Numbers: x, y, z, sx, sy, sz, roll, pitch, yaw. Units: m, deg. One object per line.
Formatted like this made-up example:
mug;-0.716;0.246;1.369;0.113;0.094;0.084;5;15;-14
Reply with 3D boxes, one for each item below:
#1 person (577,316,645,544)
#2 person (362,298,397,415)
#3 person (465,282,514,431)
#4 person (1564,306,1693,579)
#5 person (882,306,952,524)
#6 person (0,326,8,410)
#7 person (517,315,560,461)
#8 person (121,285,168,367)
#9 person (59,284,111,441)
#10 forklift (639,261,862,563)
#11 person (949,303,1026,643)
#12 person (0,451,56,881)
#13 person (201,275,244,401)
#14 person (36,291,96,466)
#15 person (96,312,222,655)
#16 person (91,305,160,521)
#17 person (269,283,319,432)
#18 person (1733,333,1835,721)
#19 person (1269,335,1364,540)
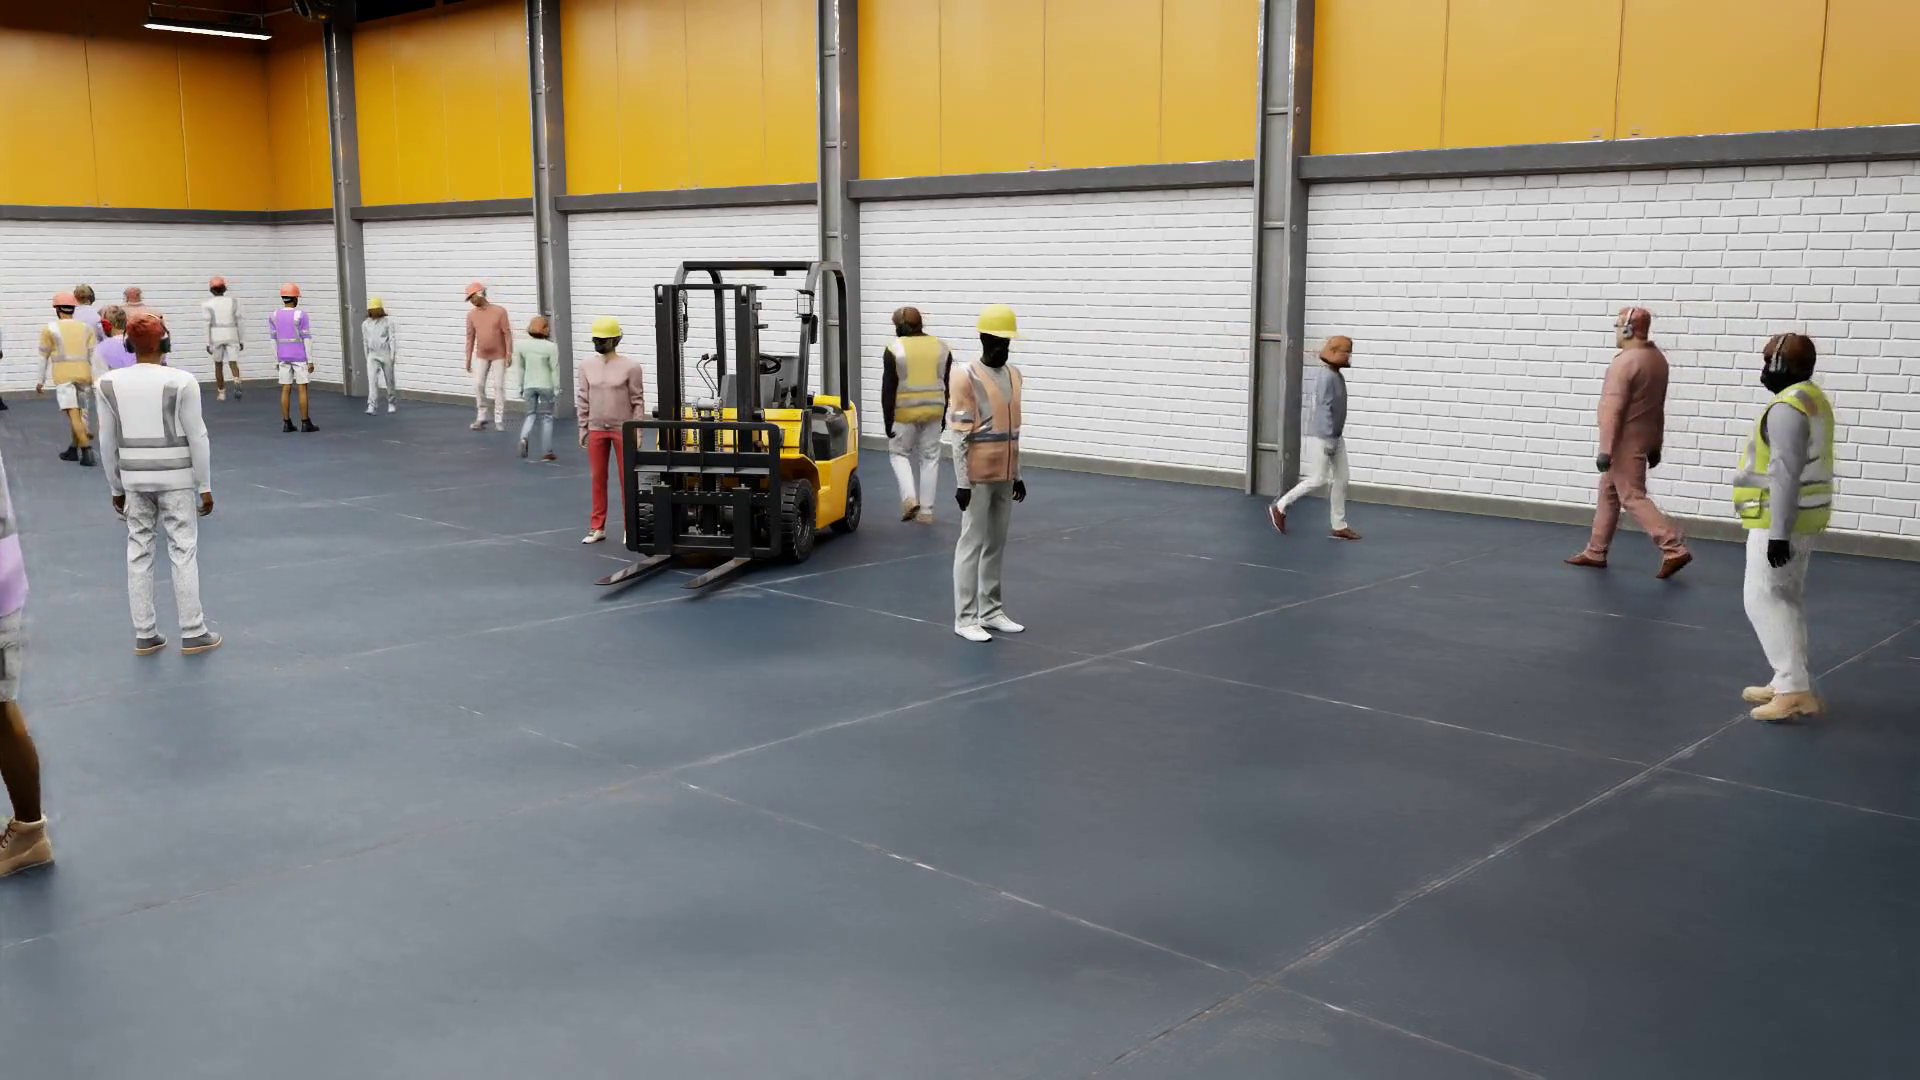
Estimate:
person;-2.689;-0.839;12.804;0.527;1.765;0.329;1;9;8
person;-8.483;-2.685;24.317;0.500;1.695;0.894;0;9;-2
person;-6.180;-2.405;21.888;0.689;1.944;0.415;1;9;9
person;4.679;-0.676;11.496;0.927;1.874;0.653;9;13;44
person;-0.369;-1.017;13.760;0.614;1.818;0.437;-3;10;-18
person;-14.606;-2.893;24.861;0.547;1.938;0.377;-2;10;-14
person;-4.640;-1.655;18.258;0.514;1.615;0.506;2;9;11
person;-10.905;-2.424;22.110;0.663;1.910;0.402;-6;11;-32
person;-10.697;-2.176;20.467;0.631;1.940;0.372;0;9;0
forklift;-1.552;-1.040;12.721;1.214;2.155;2.313;2;9;11
person;0.184;-0.388;9.543;0.381;1.923;0.591;7;12;38
person;-3.432;0.207;5.606;0.611;2.016;0.606;-9;13;-42
person;-11.748;-3.209;26.551;0.624;2.025;0.736;-6;11;-33
person;-9.641;-1.752;18.066;0.988;1.891;0.552;7;11;35
person;-4.392;-0.300;9.133;0.574;1.884;0.356;0;9;0
person;-6.973;-1.061;13.993;0.460;1.817;0.632;4;10;26
person;-8.649;-2.360;21.595;0.544;1.939;0.355;1;9;7
person;3.955;-0.066;7.946;0.513;1.810;0.719;7;11;36
person;2.829;-0.805;13.066;0.666;1.608;0.514;6;11;31
